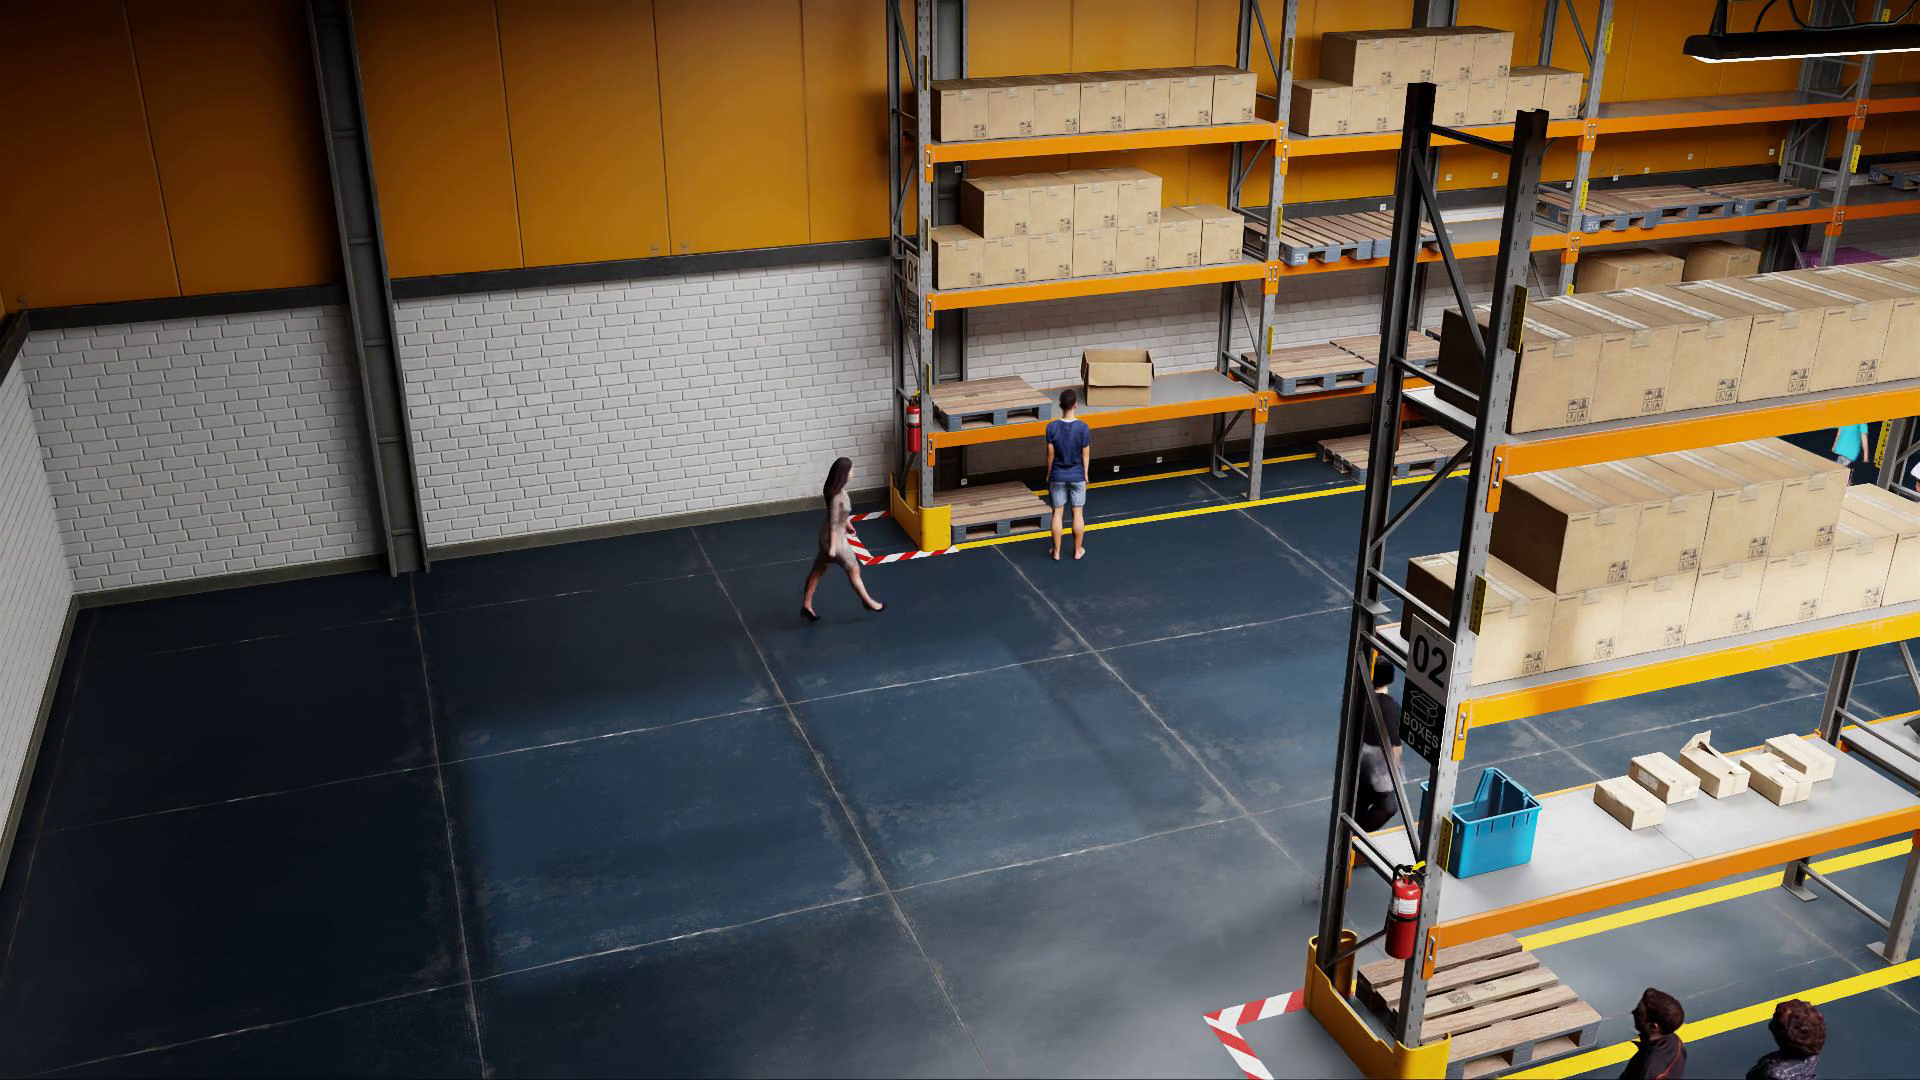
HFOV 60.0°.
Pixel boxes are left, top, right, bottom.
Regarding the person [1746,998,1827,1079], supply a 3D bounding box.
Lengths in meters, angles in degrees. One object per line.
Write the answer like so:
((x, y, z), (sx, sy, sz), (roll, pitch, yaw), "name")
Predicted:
((4.352, 3.212, 8.778), (1.073, 1.652, 0.925), (-18, 29, -36), "person")

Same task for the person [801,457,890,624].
((-1.291, 0.056, 15.961), (1.112, 1.681, 0.694), (-7, 25, -16), "person")

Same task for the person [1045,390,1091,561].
((1.128, -0.672, 17.427), (0.631, 1.841, 0.759), (1, 24, 3), "person")

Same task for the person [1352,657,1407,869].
((2.957, 1.676, 12.172), (0.834, 1.749, 0.752), (-14, 27, -29), "person")

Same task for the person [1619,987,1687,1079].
((3.490, 3.132, 8.636), (0.842, 1.913, 0.736), (16, 28, 32), "person")
